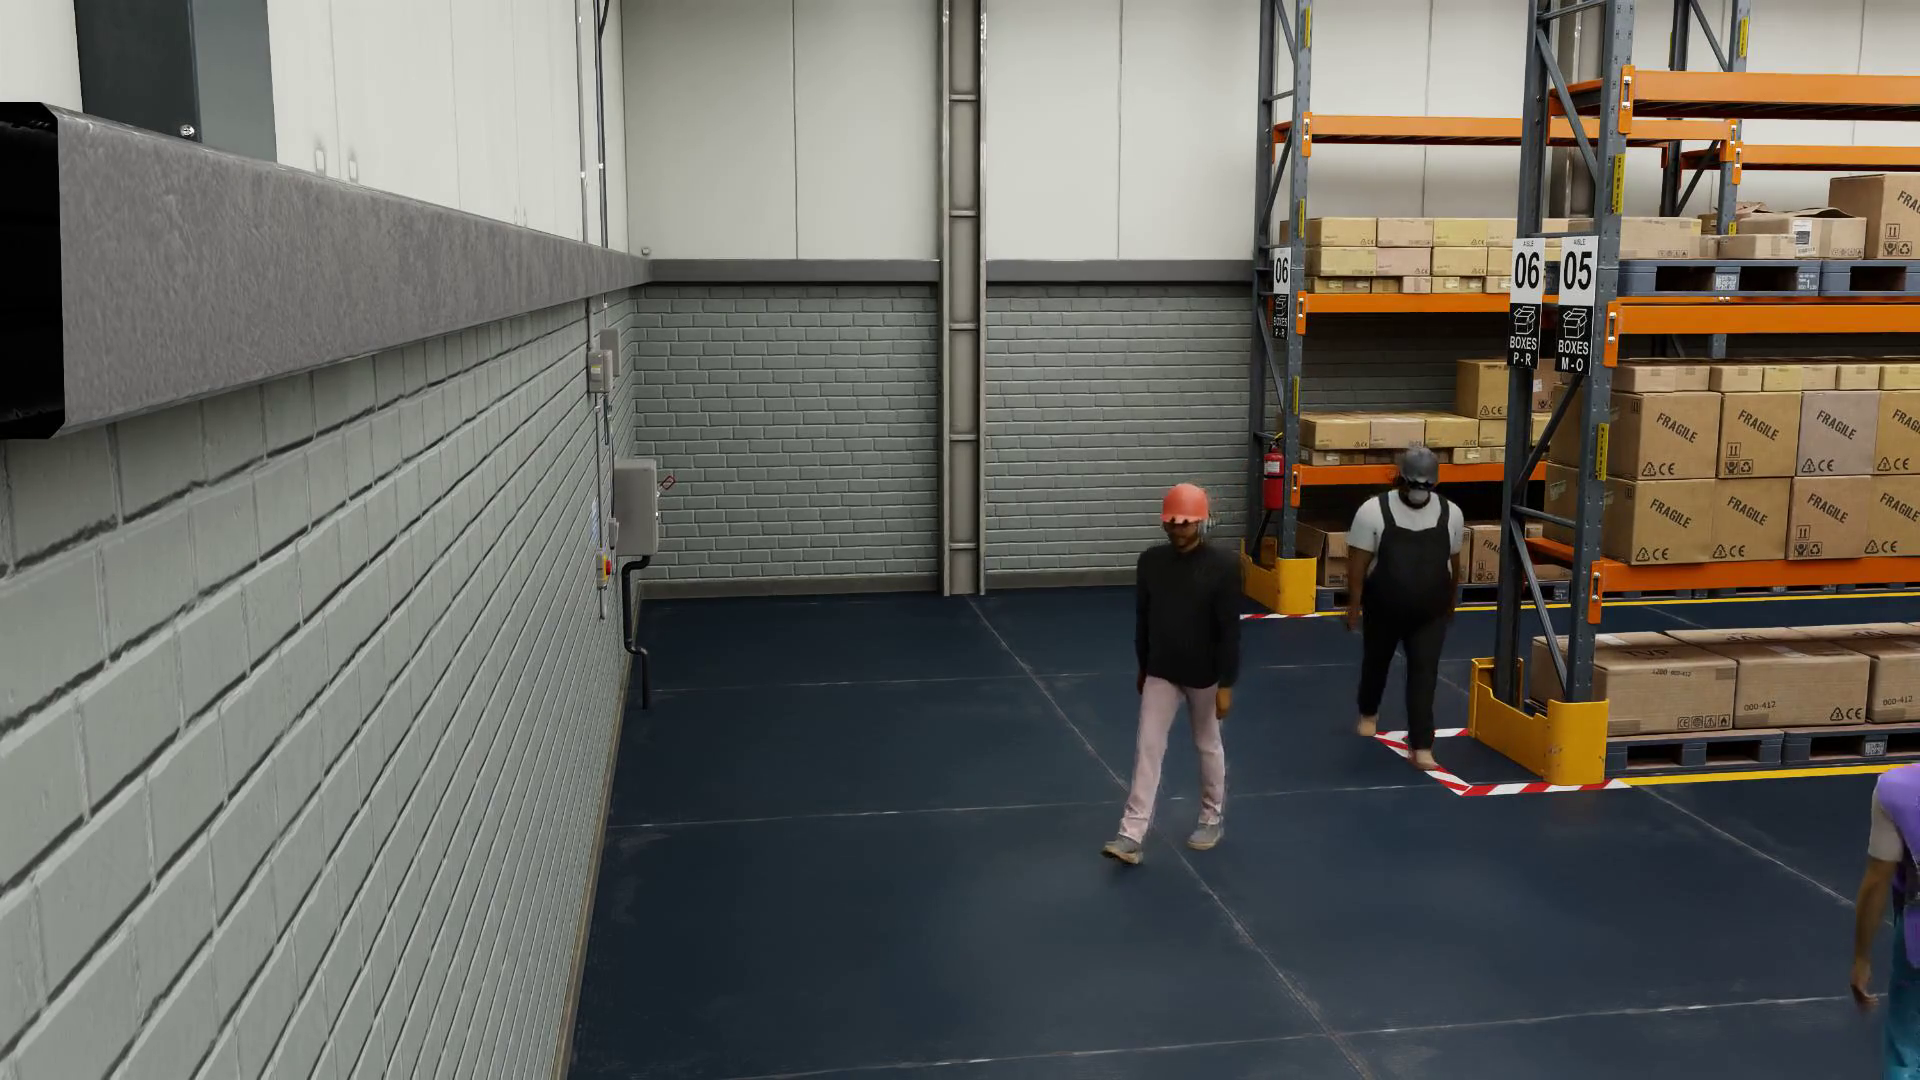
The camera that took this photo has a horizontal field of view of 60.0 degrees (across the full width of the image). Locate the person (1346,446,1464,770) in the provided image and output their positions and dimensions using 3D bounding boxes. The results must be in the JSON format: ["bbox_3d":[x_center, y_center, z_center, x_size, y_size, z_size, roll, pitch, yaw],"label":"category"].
[{"bbox_3d":[2.779,0.333,10.441,0.706,2.000,1.038,1,9,4],"label":"person"}]

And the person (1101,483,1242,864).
[{"bbox_3d":[1.102,0.692,8.490,0.642,1.947,0.921,6,11,33],"label":"person"}]

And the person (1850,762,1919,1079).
[{"bbox_3d":[3.088,1.305,5.138,0.586,1.824,0.696,2,9,14],"label":"person"}]
